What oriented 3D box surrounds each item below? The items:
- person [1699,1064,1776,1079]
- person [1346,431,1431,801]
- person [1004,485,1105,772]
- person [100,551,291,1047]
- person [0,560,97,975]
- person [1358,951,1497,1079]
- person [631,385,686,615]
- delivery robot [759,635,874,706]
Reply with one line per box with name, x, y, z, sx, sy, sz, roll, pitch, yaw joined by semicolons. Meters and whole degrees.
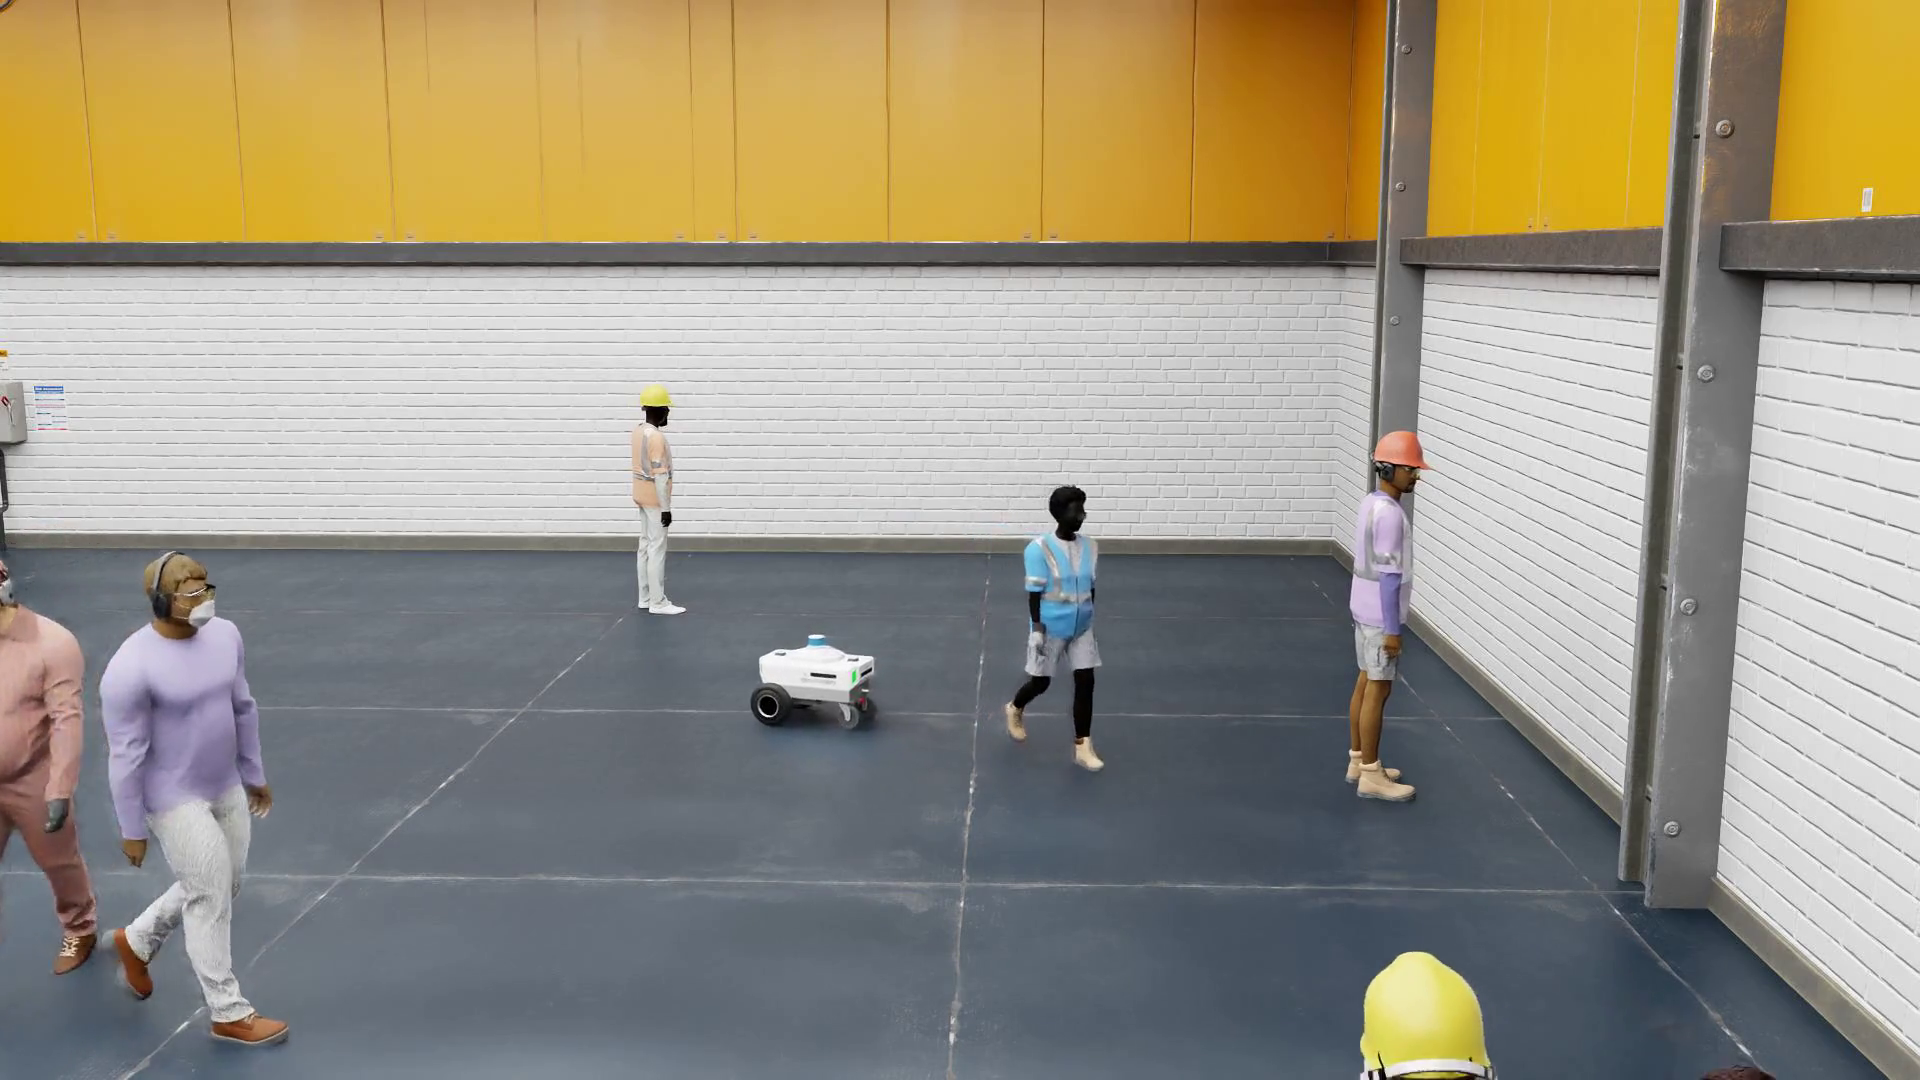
person;1.203;1.651;2.702;0.595;1.791;1.012;-2;10;-12
person;2.371;0.410;9.241;0.394;2.040;0.609;1;10;5
person;0.562;0.489;9.810;0.528;1.675;0.734;-6;11;-30
person;-2.985;0.973;6.322;0.793;1.920;0.642;2;10;14
person;-3.799;0.951;6.643;0.635;1.864;0.985;-1;10;-8
person;0.817;1.637;2.878;0.611;1.774;0.794;1;10;9
person;-2.548;-0.337;13.943;0.366;1.926;0.594;-5;11;-29
delivery robot;-0.918;0.853;10.697;0.707;0.478;0.477;4;11;20
